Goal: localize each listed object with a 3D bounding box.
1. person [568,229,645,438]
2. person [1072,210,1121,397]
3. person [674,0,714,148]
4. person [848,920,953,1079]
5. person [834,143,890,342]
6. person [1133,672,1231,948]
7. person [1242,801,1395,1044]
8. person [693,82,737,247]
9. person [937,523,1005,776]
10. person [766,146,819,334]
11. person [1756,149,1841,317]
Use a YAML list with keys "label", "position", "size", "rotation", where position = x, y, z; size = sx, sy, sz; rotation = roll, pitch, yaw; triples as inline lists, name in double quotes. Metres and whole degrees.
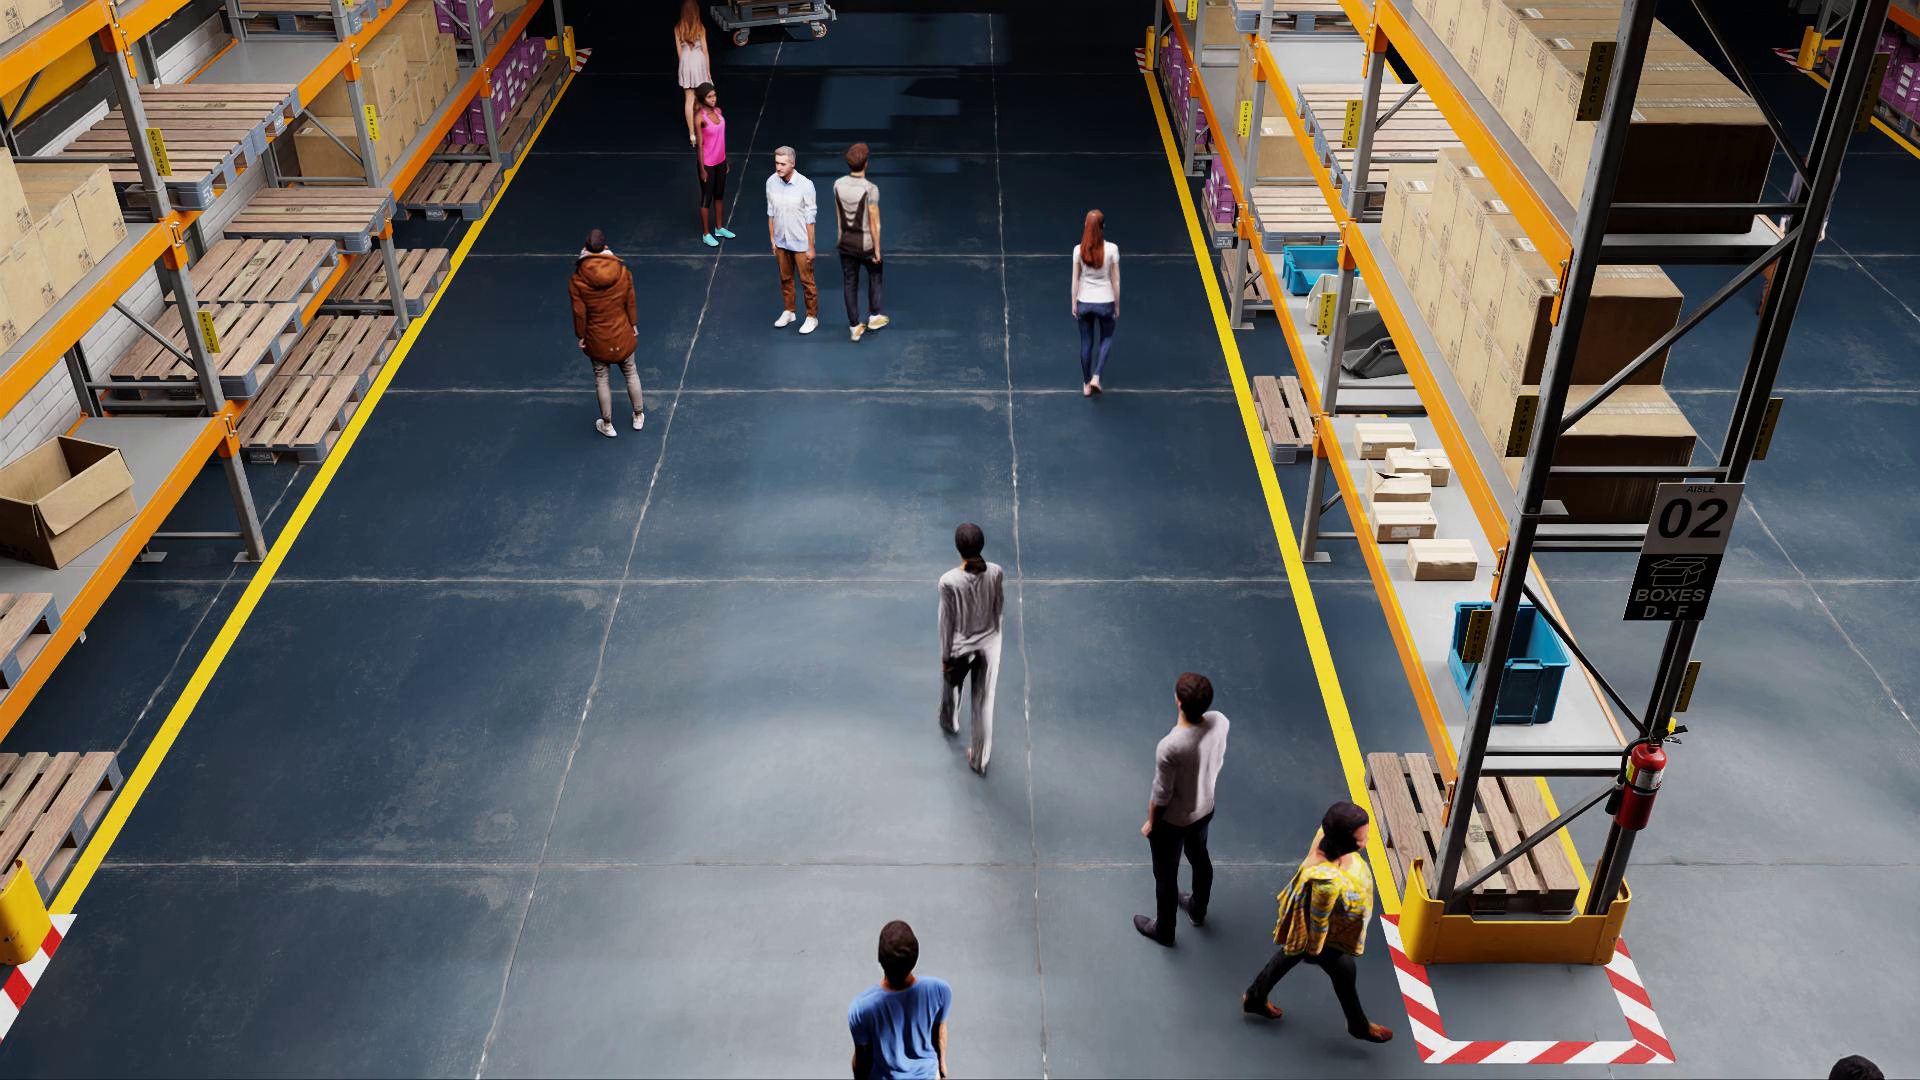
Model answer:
- label: "person"
  position: [-2.960, -1.736, 13.999]
  size: [0.820, 1.837, 0.837]
  rotation: [-15, 36, -21]
- label: "person"
  position: [1.170, -2.004, 14.502]
  size: [0.627, 1.726, 0.719]
  rotation: [4, 34, 6]
- label: "person"
  position: [-3.166, -5.566, 19.821]
  size: [0.586, 1.769, 0.603]
  rotation: [4, 34, 6]
- label: "person"
  position: [-0.269, 2.473, 7.642]
  size: [0.712, 1.863, 0.674]
  rotation: [-11, 35, -16]
- label: "person"
  position: [-0.984, -2.719, 15.444]
  size: [0.761, 1.875, 0.812]
  rotation: [10, 35, 15]
- label: "person"
  position: [1.237, 1.477, 9.160]
  size: [0.735, 1.843, 0.753]
  rotation: [-22, 39, -29]
- label: "person"
  position: [1.795, 1.981, 8.614]
  size: [0.876, 1.608, 1.029]
  rotation: [6, 34, 9]
- label: "person"
  position: [-2.604, -3.959, 17.446]
  size: [0.723, 1.723, 0.647]
  rotation: [23, 40, 30]
- label: "person"
  position: [0.106, 0.727, 10.374]
  size: [0.708, 1.747, 0.944]
  rotation: [-6, 34, -9]
- label: "person"
  position: [-1.562, -2.849, 15.684]
  size: [0.751, 1.824, 0.720]
  rotation: [13, 36, 19]
- label: "person"
  position: [8.077, -3.006, 15.962]
  size: [0.614, 1.779, 0.553]
  rotation: [6, 34, 8]
